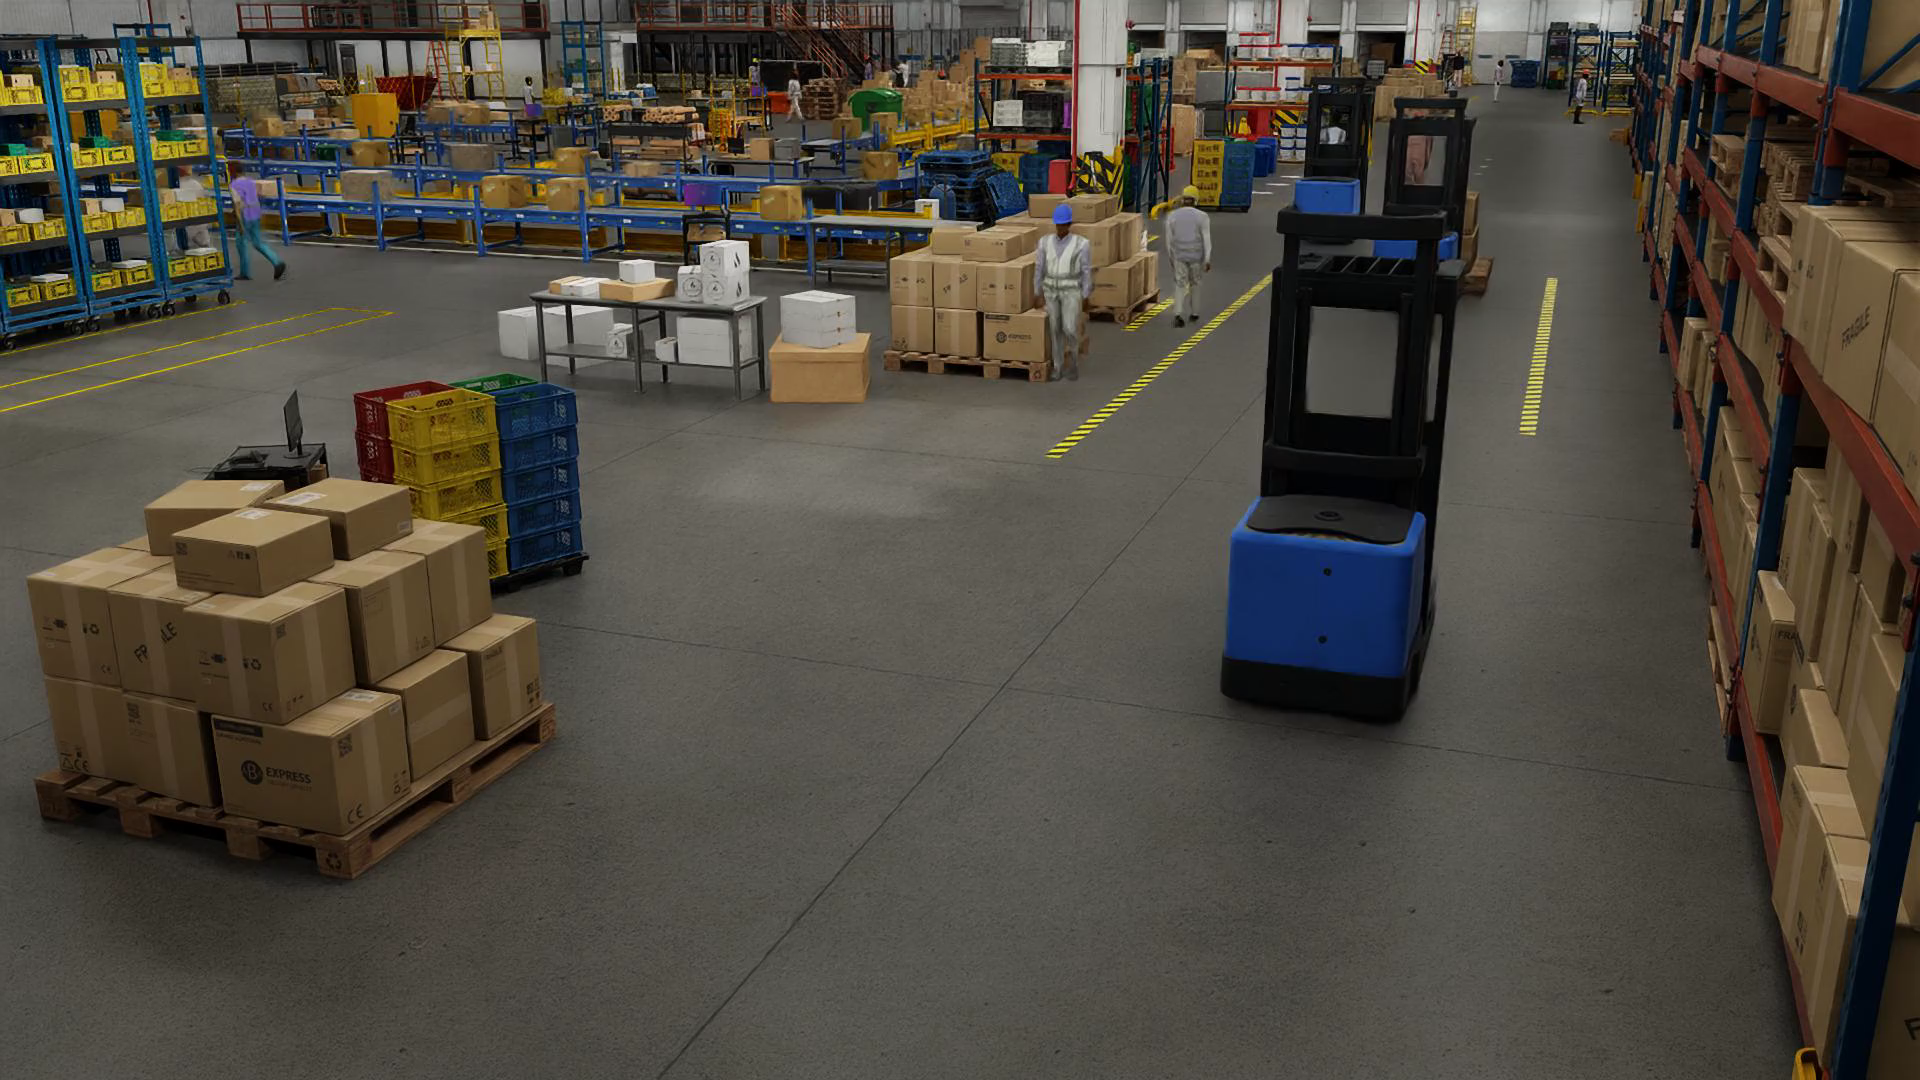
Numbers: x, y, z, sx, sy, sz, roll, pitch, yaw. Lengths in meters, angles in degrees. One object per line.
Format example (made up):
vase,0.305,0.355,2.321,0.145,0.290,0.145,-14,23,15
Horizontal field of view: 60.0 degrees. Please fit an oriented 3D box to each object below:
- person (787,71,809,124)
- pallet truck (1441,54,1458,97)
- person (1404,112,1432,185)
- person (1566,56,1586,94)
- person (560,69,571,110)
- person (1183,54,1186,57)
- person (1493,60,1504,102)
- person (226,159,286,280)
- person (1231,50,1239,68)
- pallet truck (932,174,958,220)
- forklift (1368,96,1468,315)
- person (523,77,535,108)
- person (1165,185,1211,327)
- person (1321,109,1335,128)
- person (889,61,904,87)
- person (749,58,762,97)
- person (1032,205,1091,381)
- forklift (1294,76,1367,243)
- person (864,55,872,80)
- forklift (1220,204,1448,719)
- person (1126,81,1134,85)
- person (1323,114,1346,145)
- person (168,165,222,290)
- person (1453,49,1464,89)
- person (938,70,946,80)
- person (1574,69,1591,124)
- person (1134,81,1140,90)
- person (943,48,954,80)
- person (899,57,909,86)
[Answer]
person,-5.880,-15.932,59.911,0.969,1.829,0.606,7,19,22
pallet truck,22.765,-21.886,78.355,0.823,1.965,1.885,-4,18,-14
person,9.566,-8.038,35.018,0.636,1.900,0.399,3,18,9
person,29.805,-22.388,80.171,0.881,1.857,0.601,4,18,13
person,-15.500,-17.706,65.649,0.771,1.740,0.527,1,18,2
person,11.978,-25.174,89.148,0.945,1.720,0.522,5,18,16
person,23.942,-20.393,73.942,0.431,1.835,0.624,6,19,18
person,-10.612,-4.794,24.966,0.754,1.814,0.574,5,18,15
person,15.324,-26.444,92.874,0.603,1.885,0.972,-14,23,-38
pallet truck,-0.507,-5.292,27.348,0.653,1.274,1.630,6,19,19
forklift,6.235,-4.543,22.429,1.129,2.768,1.873,6,19,19
person,-14.011,-14.152,54.262,0.511,1.872,0.329,13,22,35
person,2.921,-3.645,21.389,0.601,1.790,0.791,4,18,12
person,10.427,-11.771,47.056,0.318,1.700,0.535,-13,22,-36
person,-2.619,-18.486,67.603,0.945,2.000,0.677,12,21,33
person,-8.992,-20.194,73.151,0.593,1.928,0.362,-12,21,-33
person,1.097,-2.676,18.102,0.624,1.930,0.455,8,19,23
forklift,6.598,-6.755,29.381,1.129,2.768,1.873,6,19,19
person,-4.119,-20.596,74.244,0.387,2.034,0.605,0,18,-1
forklift,2.313,-0.578,9.973,1.129,2.768,1.873,6,19,19
person,8.825,-24.279,86.152,0.661,1.824,0.595,-4,18,-13
person,8.524,-8.869,37.981,0.536,1.670,0.719,7,19,21
person,-11.240,-4.560,24.157,1.026,1.845,0.653,7,19,21
person,26.090,-24.642,87.021,0.612,1.995,0.382,15,23,39
person,-0.651,-15.469,58.292,0.376,1.935,0.550,9,20,27
person,22.360,-15.924,59.749,0.399,1.929,0.539,1,18,2
person,8.929,-23.599,84.226,0.533,1.697,0.318,16,24,42
person,-0.626,-26.150,91.832,0.610,1.946,0.405,2,18,8
person,-2.596,-20.900,75.412,0.479,1.903,0.692,14,23,38
